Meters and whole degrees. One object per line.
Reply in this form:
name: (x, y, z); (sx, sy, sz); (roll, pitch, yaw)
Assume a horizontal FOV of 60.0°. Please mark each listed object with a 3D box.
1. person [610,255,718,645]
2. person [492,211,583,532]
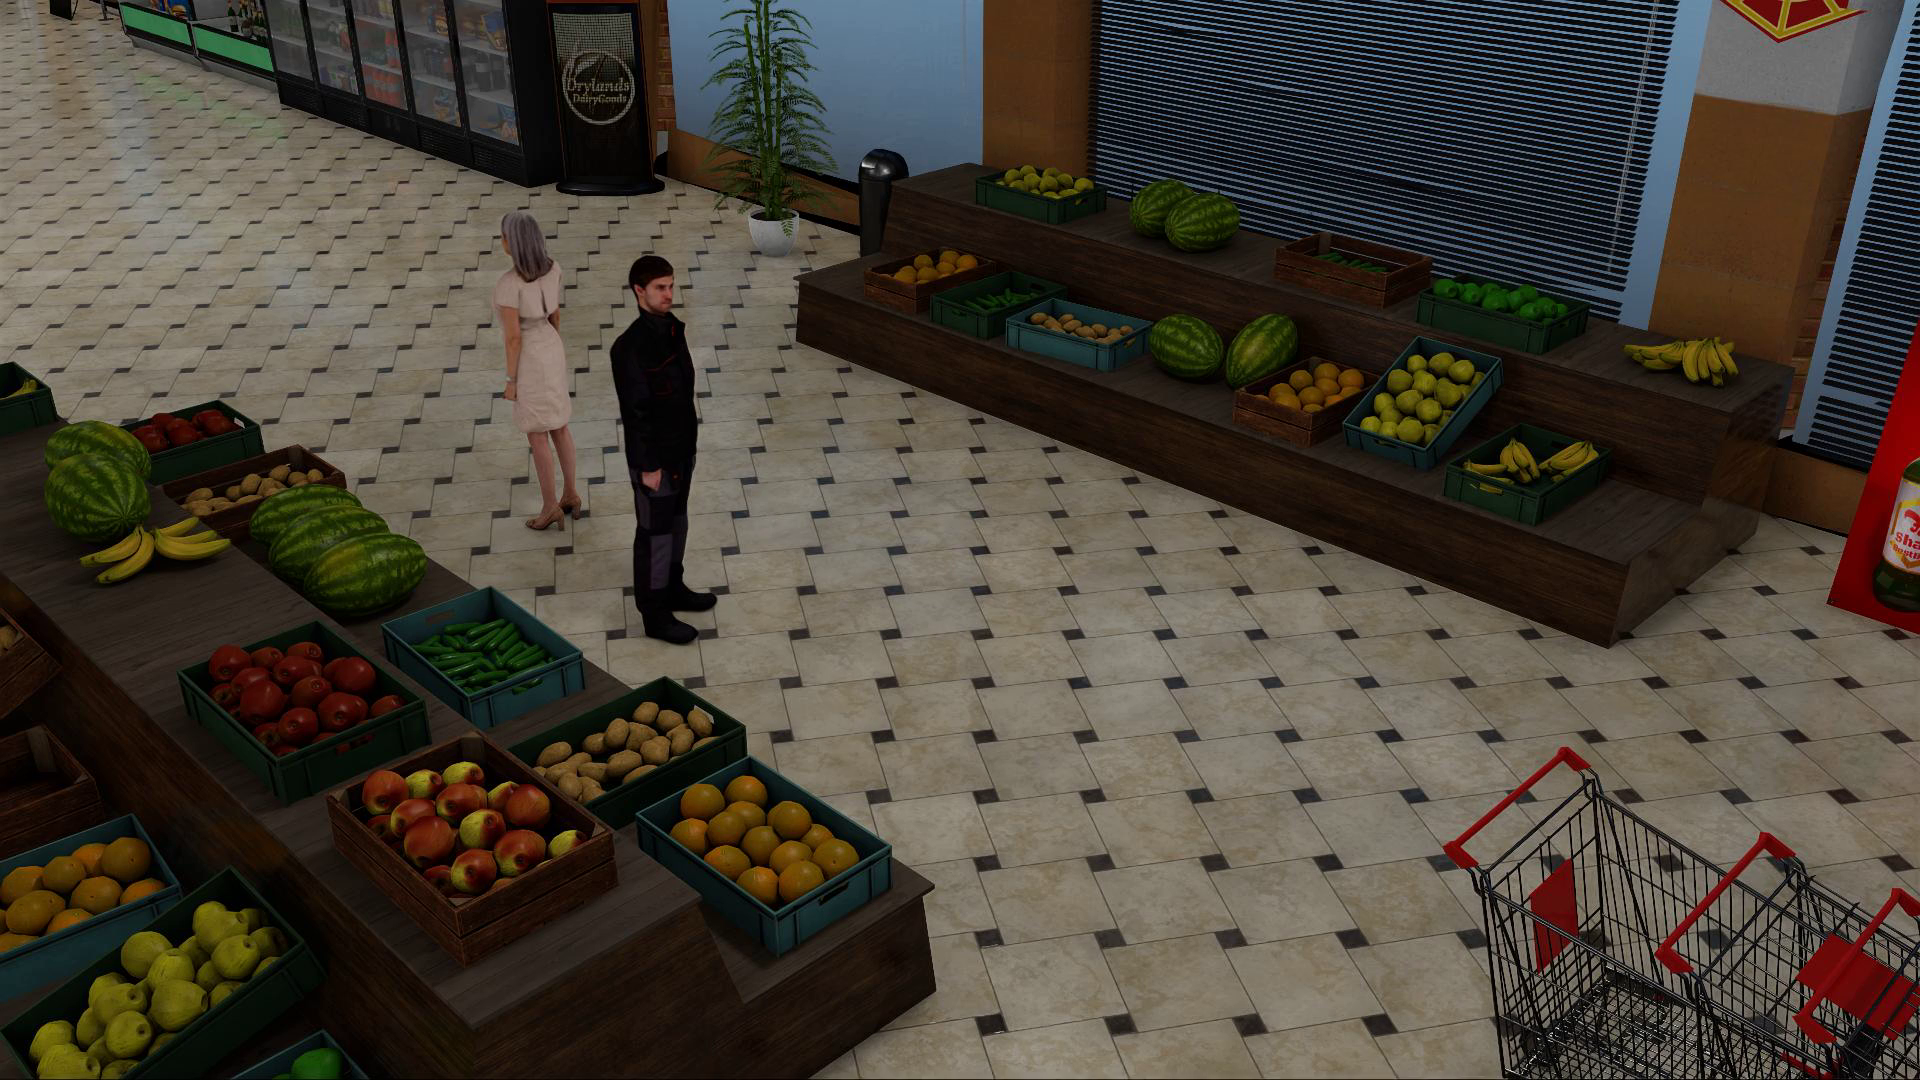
person: (-1.407, -0.429, 7.755); (0.793, 1.839, 0.796); (5, 27, 9)
person: (-2.216, -0.876, 8.750); (0.649, 1.737, 0.663); (12, 29, 23)
